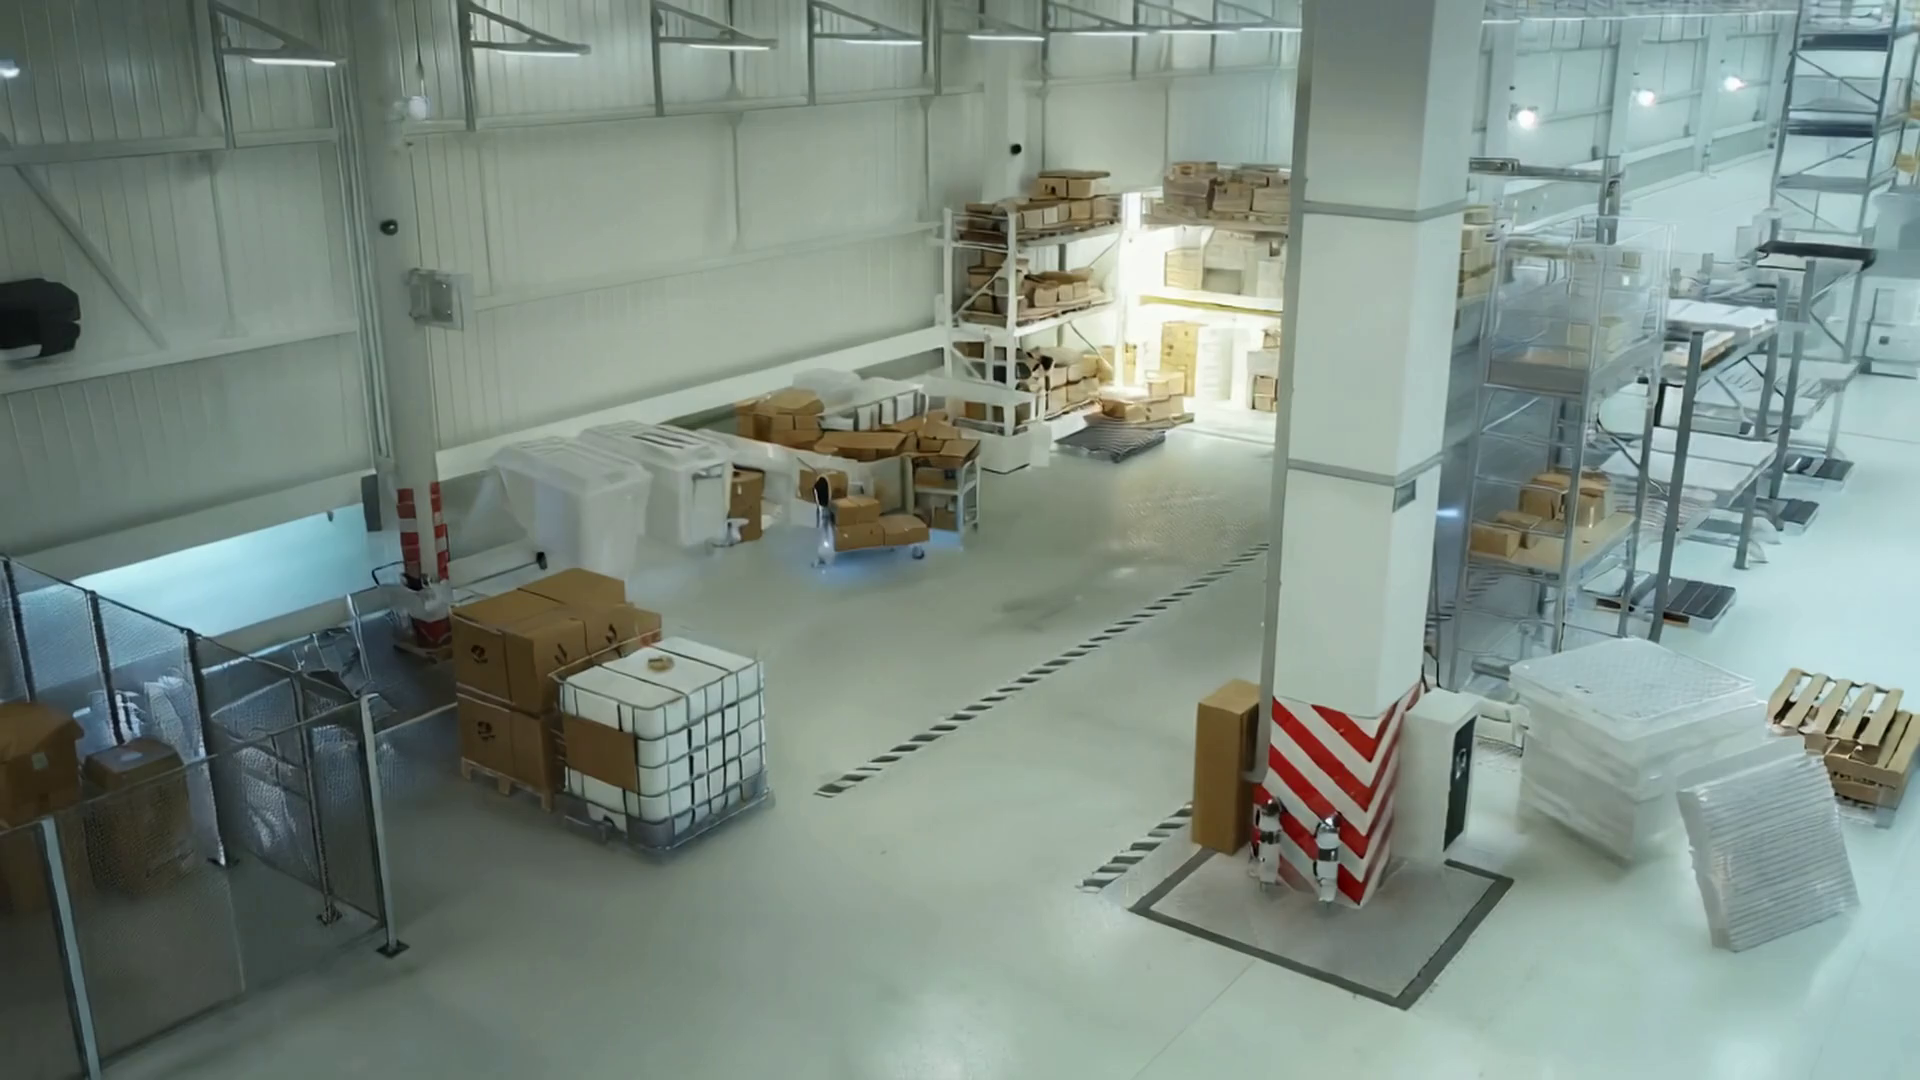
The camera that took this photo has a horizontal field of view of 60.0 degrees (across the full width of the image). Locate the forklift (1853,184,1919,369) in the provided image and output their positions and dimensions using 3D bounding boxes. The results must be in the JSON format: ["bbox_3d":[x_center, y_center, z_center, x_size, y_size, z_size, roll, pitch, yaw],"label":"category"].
[{"bbox_3d":[15.277,-4.297,26.770,1.129,2.768,1.873,13,22,34],"label":"forklift"}]
